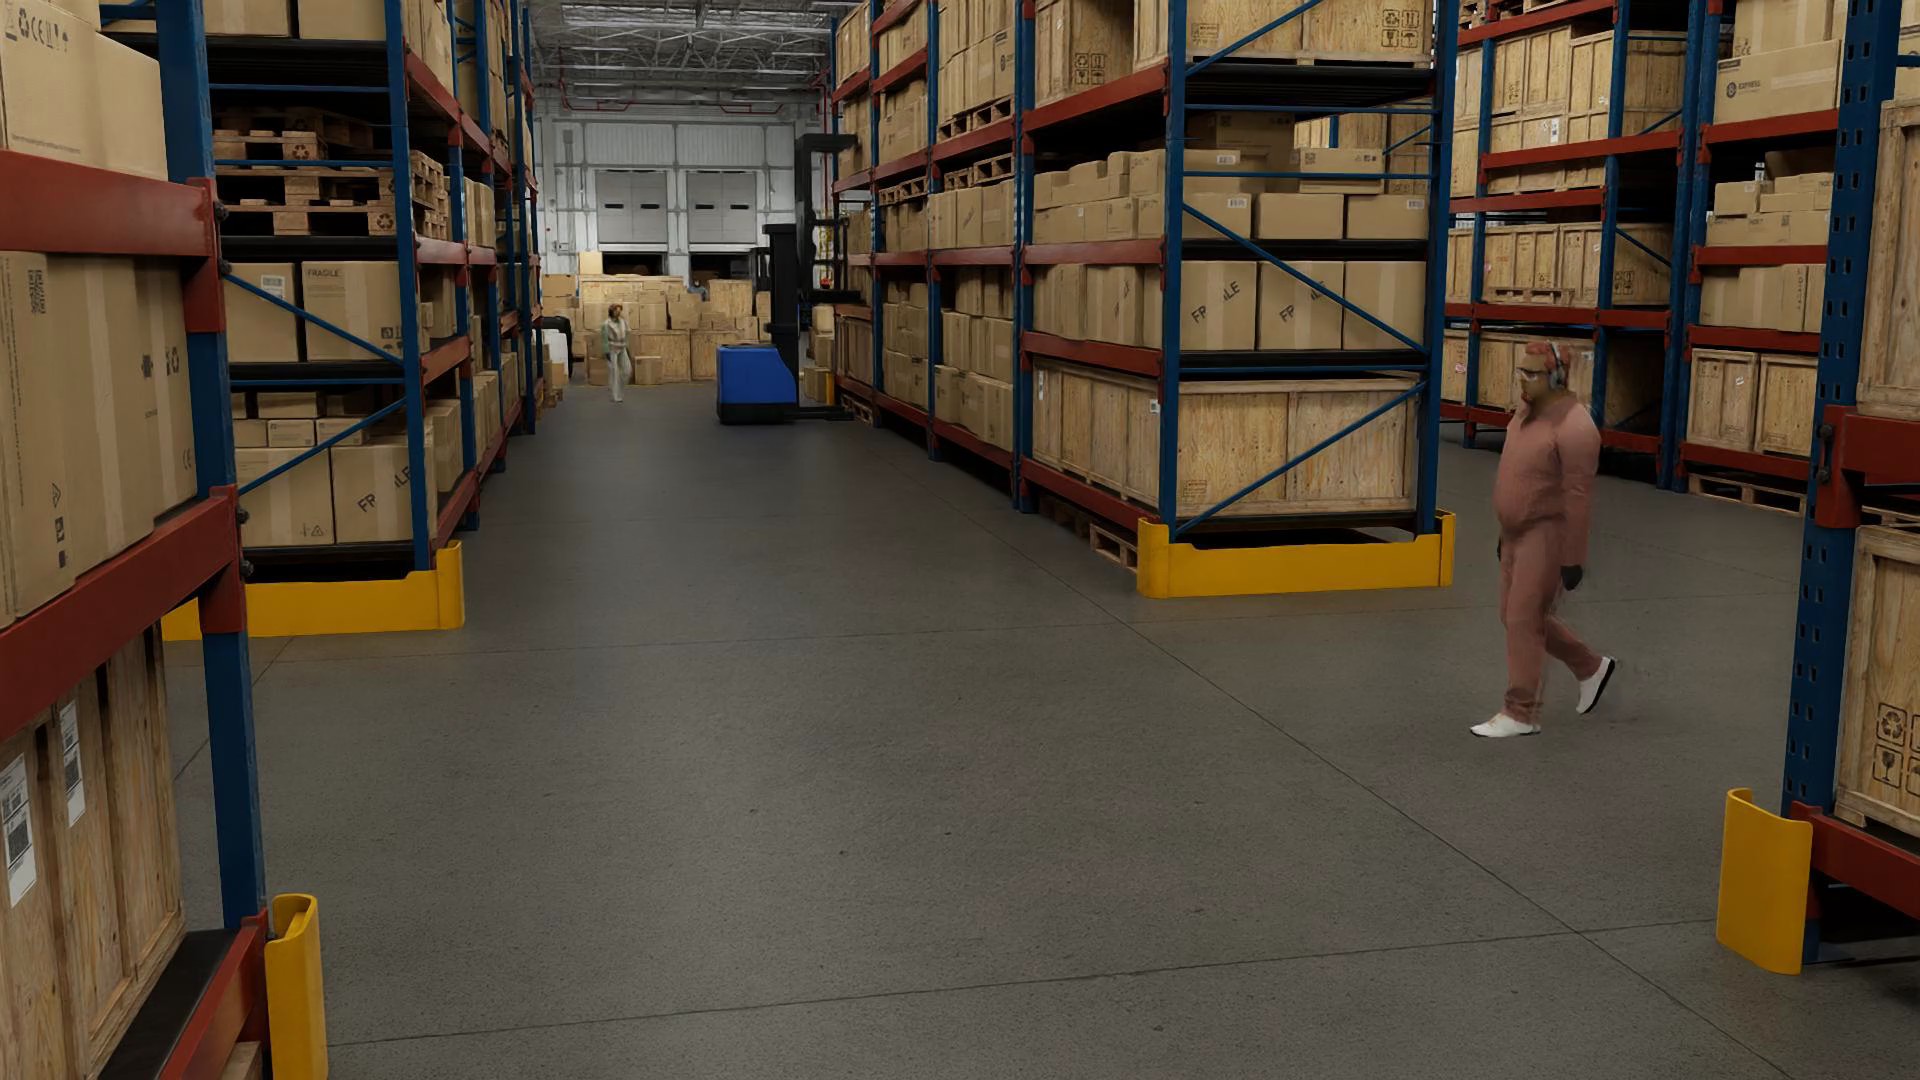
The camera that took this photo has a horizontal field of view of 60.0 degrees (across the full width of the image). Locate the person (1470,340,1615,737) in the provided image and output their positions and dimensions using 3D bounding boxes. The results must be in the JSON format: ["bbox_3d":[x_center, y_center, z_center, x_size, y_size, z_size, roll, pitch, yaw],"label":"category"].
[{"bbox_3d":[2.796,-0.004,7.870,0.685,1.887,0.652,-1,9,-4],"label":"person"}]

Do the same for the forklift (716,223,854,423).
[{"bbox_3d":[-2.538,-3.111,23.785,1.873,2.768,1.129,-2,10,-12],"label":"forklift"}]

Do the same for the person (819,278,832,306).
[{"bbox_3d":[-3.568,-5.976,44.114,0.355,1.938,0.545,2,9,11],"label":"person"}]

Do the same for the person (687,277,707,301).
[{"bbox_3d":[-8.064,-7.114,51.068,0.641,1.932,0.368,-1,9,-9],"label":"person"}]

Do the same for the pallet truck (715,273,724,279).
[{"bbox_3d":[-8.580,-8.986,62.280,1.885,1.965,0.823,1,9,5],"label":"pallet truck"}]

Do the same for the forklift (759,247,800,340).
[{"bbox_3d":[-5.544,-7.433,50.130,1.129,2.768,1.873,-3,10,-18],"label":"forklift"}]

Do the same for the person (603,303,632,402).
[{"bbox_3d":[-5.655,-3.092,27.464,0.375,1.623,0.542,7,12,38],"label":"person"}]
